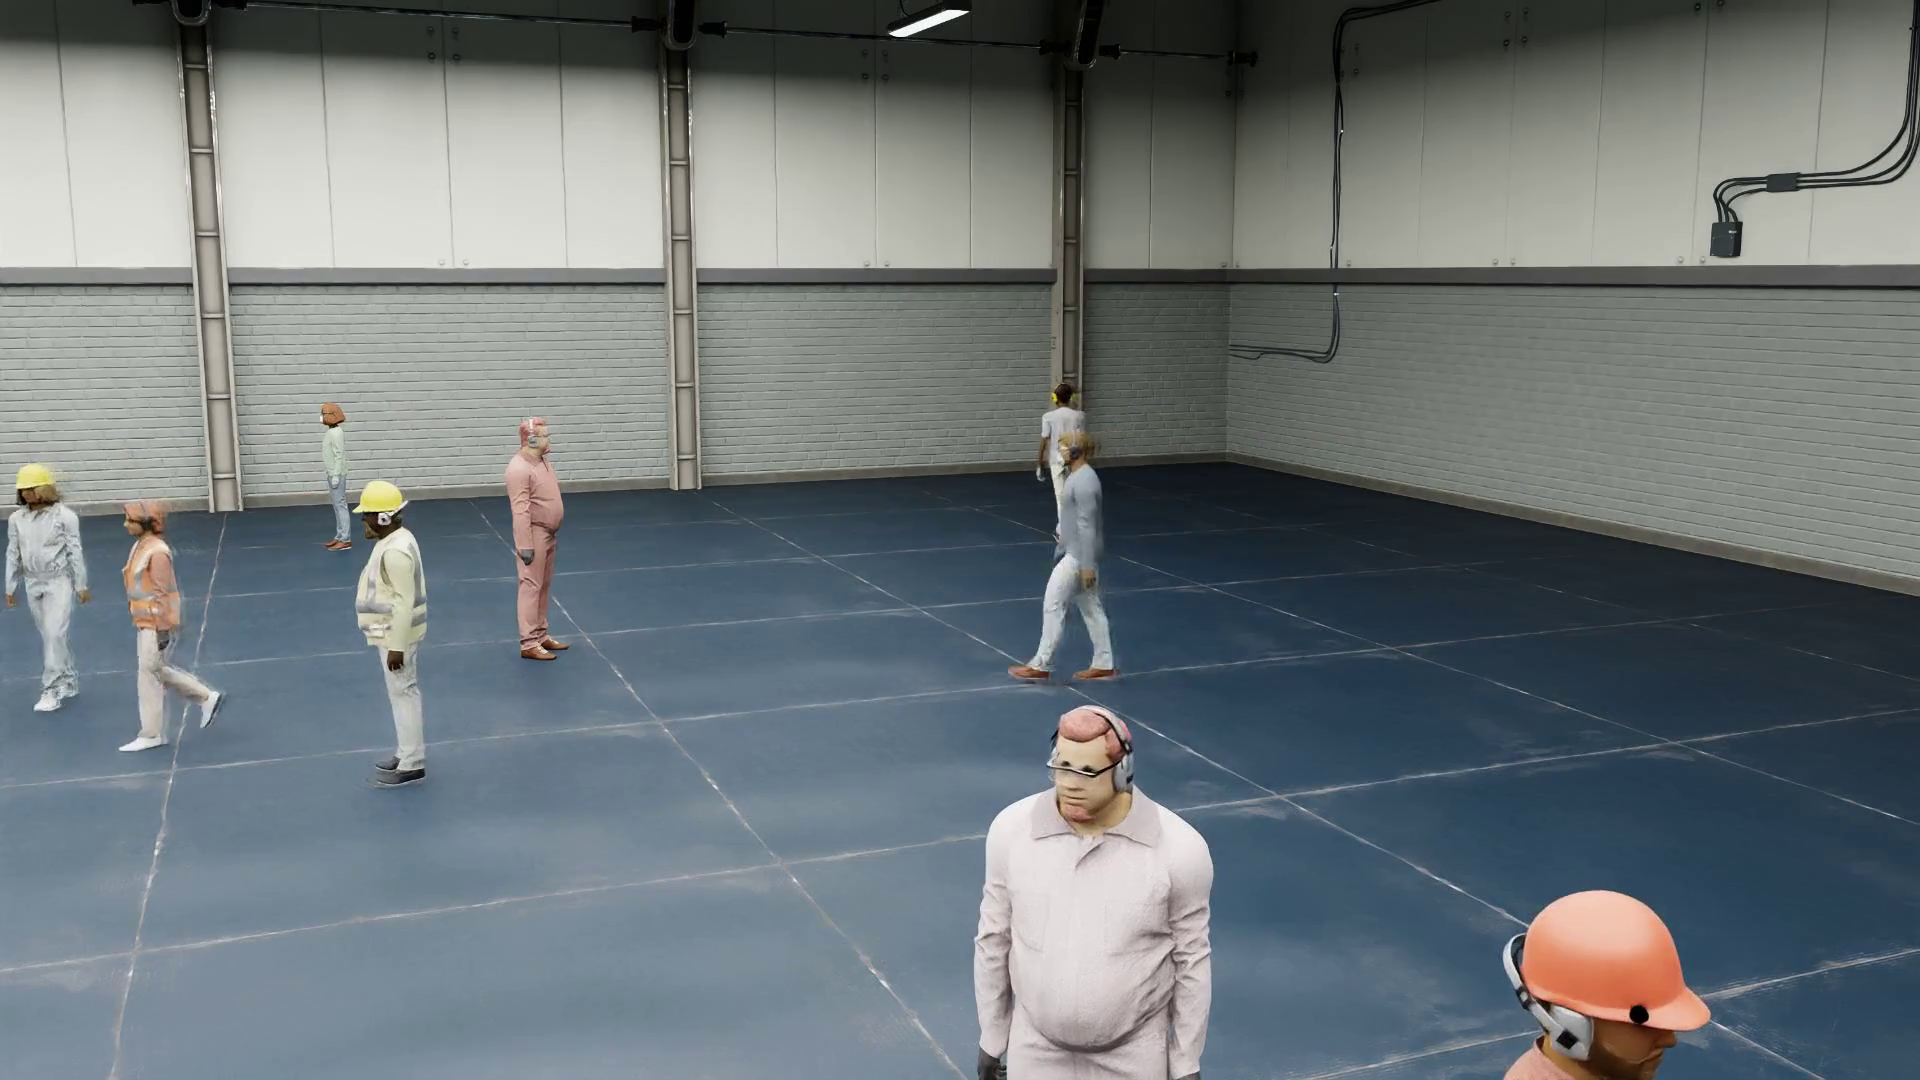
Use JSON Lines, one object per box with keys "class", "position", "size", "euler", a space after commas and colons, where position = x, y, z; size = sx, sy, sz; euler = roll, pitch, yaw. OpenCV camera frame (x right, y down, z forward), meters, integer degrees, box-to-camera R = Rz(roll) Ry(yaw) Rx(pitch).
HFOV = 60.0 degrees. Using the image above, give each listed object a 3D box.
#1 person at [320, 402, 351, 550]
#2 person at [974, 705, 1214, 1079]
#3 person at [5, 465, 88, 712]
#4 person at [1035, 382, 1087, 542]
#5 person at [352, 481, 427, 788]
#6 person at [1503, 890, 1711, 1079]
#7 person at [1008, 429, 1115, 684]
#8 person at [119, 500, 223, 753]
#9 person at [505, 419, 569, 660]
{"class": "person", "position": [-6.932, -0.708, 18.428], "size": [0.284, 1.636, 0.500], "euler": [-5, 10, -29]}
{"class": "person", "position": [0.343, 1.375, 4.511], "size": [0.651, 1.904, 0.402], "euler": [3, 9, 17]}
{"class": "person", "position": [-6.427, 0.342, 11.599], "size": [0.504, 1.714, 0.775], "euler": [1, 9, 6]}
{"class": "person", "position": [1.099, -0.838, 18.599], "size": [0.554, 1.838, 0.859], "euler": [-3, 10, -19]}
{"class": "person", "position": [-3.378, 0.553, 9.903], "size": [0.404, 1.827, 0.600], "euler": [-3, 10, -19]}
{"class": "person", "position": [1.067, 1.576, 2.967], "size": [0.396, 1.992, 0.622], "euler": [5, 10, 30]}
{"class": "person", "position": [0.751, 0.132, 12.326], "size": [0.923, 1.898, 0.647], "euler": [1, 9, 3]}
{"class": "person", "position": [-5.126, 0.532, 10.698], "size": [0.585, 1.619, 0.519], "euler": [-7, 11, -37]}
{"class": "person", "position": [-3.348, -0.012, 13.212], "size": [0.409, 1.906, 0.651], "euler": [0, 9, 3]}
